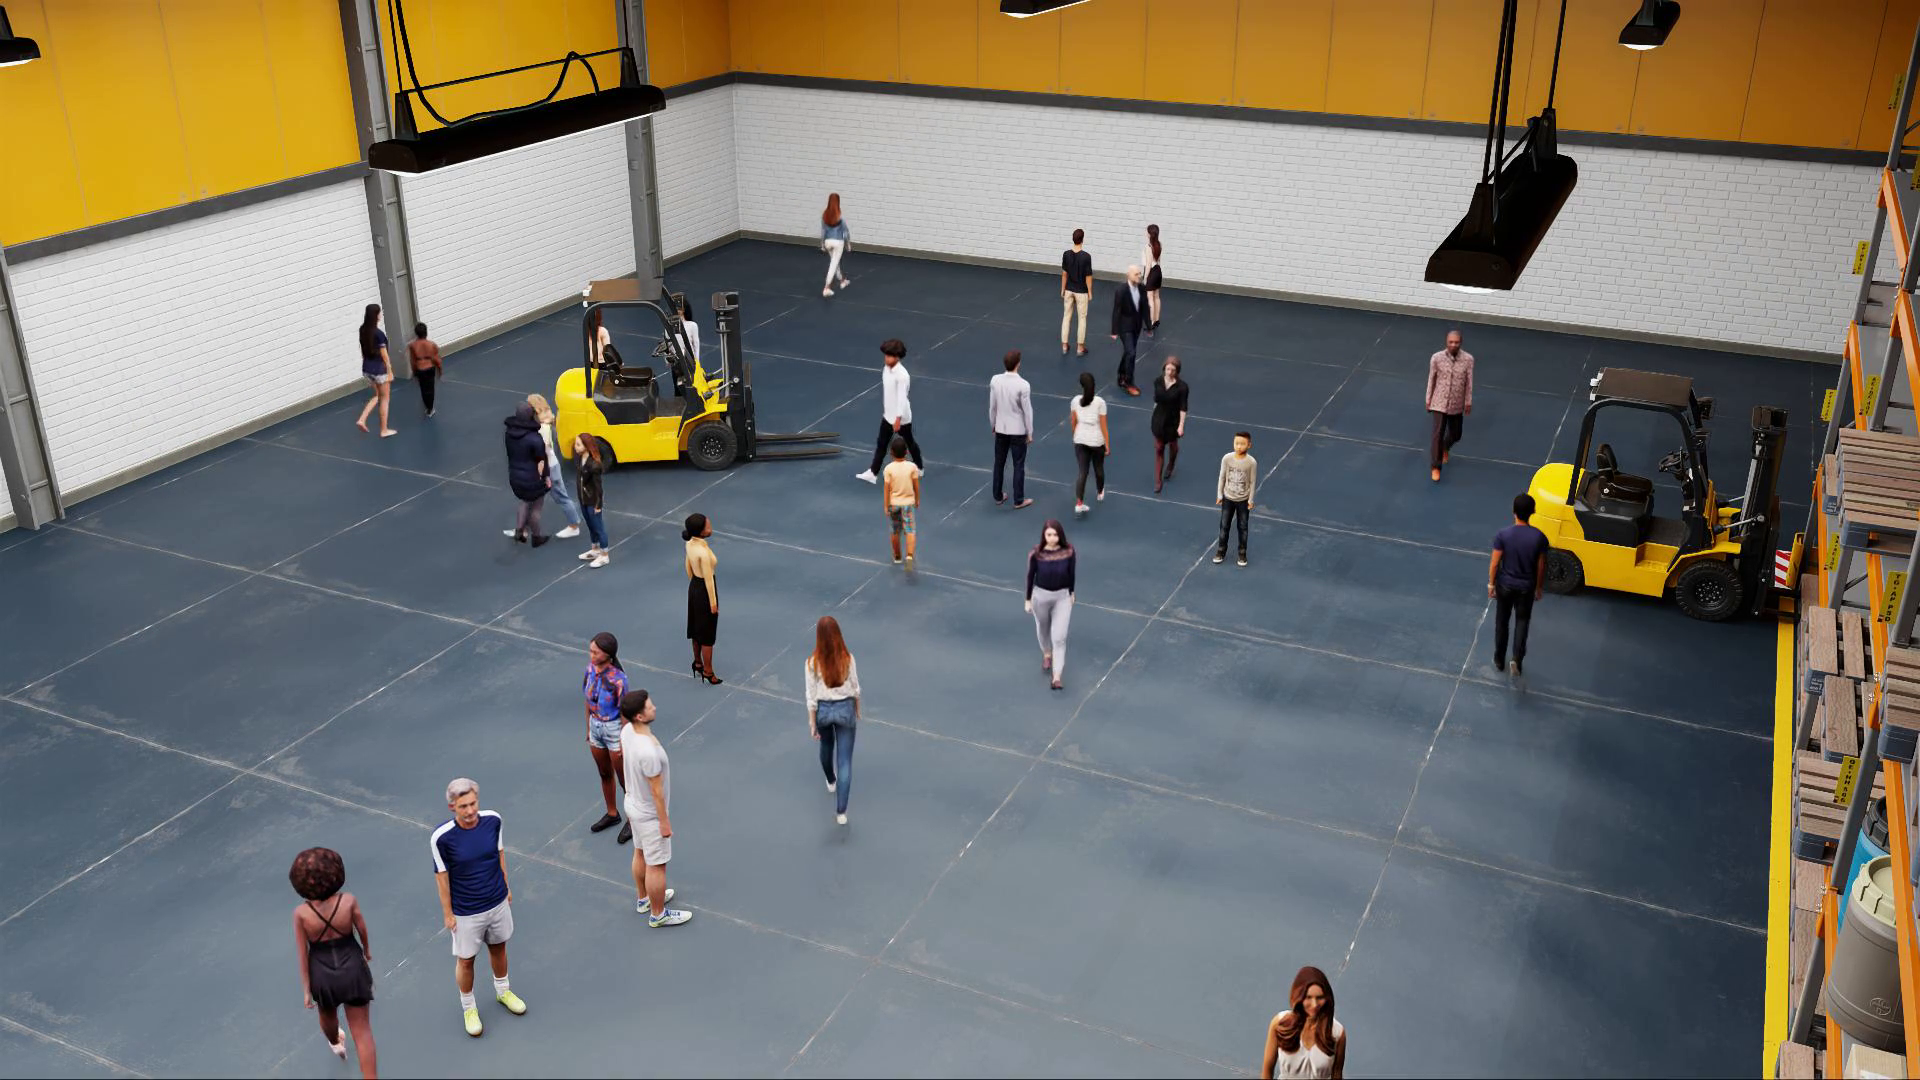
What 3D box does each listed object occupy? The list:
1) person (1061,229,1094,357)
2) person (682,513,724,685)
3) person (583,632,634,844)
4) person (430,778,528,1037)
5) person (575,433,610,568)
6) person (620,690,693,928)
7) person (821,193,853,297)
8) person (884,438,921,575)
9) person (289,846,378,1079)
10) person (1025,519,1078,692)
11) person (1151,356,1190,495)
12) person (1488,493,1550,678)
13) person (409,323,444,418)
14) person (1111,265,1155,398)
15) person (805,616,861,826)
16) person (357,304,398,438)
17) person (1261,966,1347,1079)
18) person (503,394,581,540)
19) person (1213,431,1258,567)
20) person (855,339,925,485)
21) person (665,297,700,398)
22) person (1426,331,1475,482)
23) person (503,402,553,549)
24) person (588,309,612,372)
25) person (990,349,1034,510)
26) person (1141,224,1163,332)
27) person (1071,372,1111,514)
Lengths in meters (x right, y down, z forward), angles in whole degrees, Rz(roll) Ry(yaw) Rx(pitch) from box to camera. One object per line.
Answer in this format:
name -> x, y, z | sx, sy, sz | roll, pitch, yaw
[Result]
person -> 1.715, -3.649, 24.468 | 0.636, 1.852, 0.552 | 12, 26, 25
person -> -2.348, 0.526, 15.164 | 0.697, 1.654, 0.671 | -15, 28, -30
person -> -2.693, 1.503, 12.818 | 0.619, 1.743, 0.555 | 15, 28, 30
person -> -3.142, 2.332, 10.803 | 0.629, 1.839, 0.769 | -20, 31, -39
person -> -3.898, -0.441, 17.591 | 0.632, 1.483, 0.633 | -18, 29, -35
person -> -2.221, 1.889, 11.794 | 0.776, 1.855, 0.766 | -14, 27, -29
person -> -2.109, -4.820, 27.391 | 0.675, 1.656, 1.129 | 12, 26, 26
person -> -0.597, -0.347, 17.422 | 0.807, 1.444, 0.975 | -3, 24, -6
person -> -3.728, 2.723, 10.032 | 1.077, 1.739, 1.099 | -10, 25, -21
person -> 0.828, 0.550, 15.228 | 0.906, 1.560, 1.136 | 0, 24, 0
person -> 2.461, -1.395, 19.581 | 0.627, 1.636, 1.086 | 11, 26, 24
person -> 5.081, 0.456, 15.166 | 0.760, 1.781, 0.951 | 5, 24, 12
person -> -7.081, -2.237, 22.006 | 0.762, 1.237, 0.856 | -4, 24, -9
person -> 2.294, -2.935, 22.928 | 0.938, 1.778, 0.962 | -17, 29, -33
person -> -0.970, 1.434, 13.040 | 0.899, 1.692, 1.203 | 0, 24, 0
person -> -7.453, -2.100, 21.052 | 0.671, 1.750, 0.787 | 14, 27, 30
person -> 1.863, 3.099, 9.113 | 0.641, 1.786, 0.603 | 5, 24, 11
person -> -4.394, -0.764, 18.077 | 1.134, 1.684, 1.048 | -10, 26, -22
person -> 2.940, -0.460, 17.656 | 0.574, 1.465, 0.550 | 6, 24, 14
person -> -0.672, -1.498, 19.666 | 1.218, 1.757, 1.043 | -14, 27, -29
person -> -3.592, -2.342, 21.668 | 0.652, 1.700, 0.601 | 5, 24, 12
person -> 5.876, -1.659, 19.998 | 0.869, 1.785, 1.128 | 4, 24, 9
person -> -4.683, -0.665, 17.871 | 0.693, 1.668, 0.719 | 13, 27, 27
person -> -4.773, -2.386, 22.037 | 0.585, 1.484, 0.524 | 13, 27, 27
person -> 0.577, -1.280, 19.051 | 0.697, 1.850, 0.578 | 13, 27, 28
person -> 2.957, -4.048, 25.636 | 0.657, 1.647, 0.510 | 16, 28, 33
person -> 1.425, -1.061, 18.867 | 0.719, 1.596, 1.075 | 9, 25, 19
